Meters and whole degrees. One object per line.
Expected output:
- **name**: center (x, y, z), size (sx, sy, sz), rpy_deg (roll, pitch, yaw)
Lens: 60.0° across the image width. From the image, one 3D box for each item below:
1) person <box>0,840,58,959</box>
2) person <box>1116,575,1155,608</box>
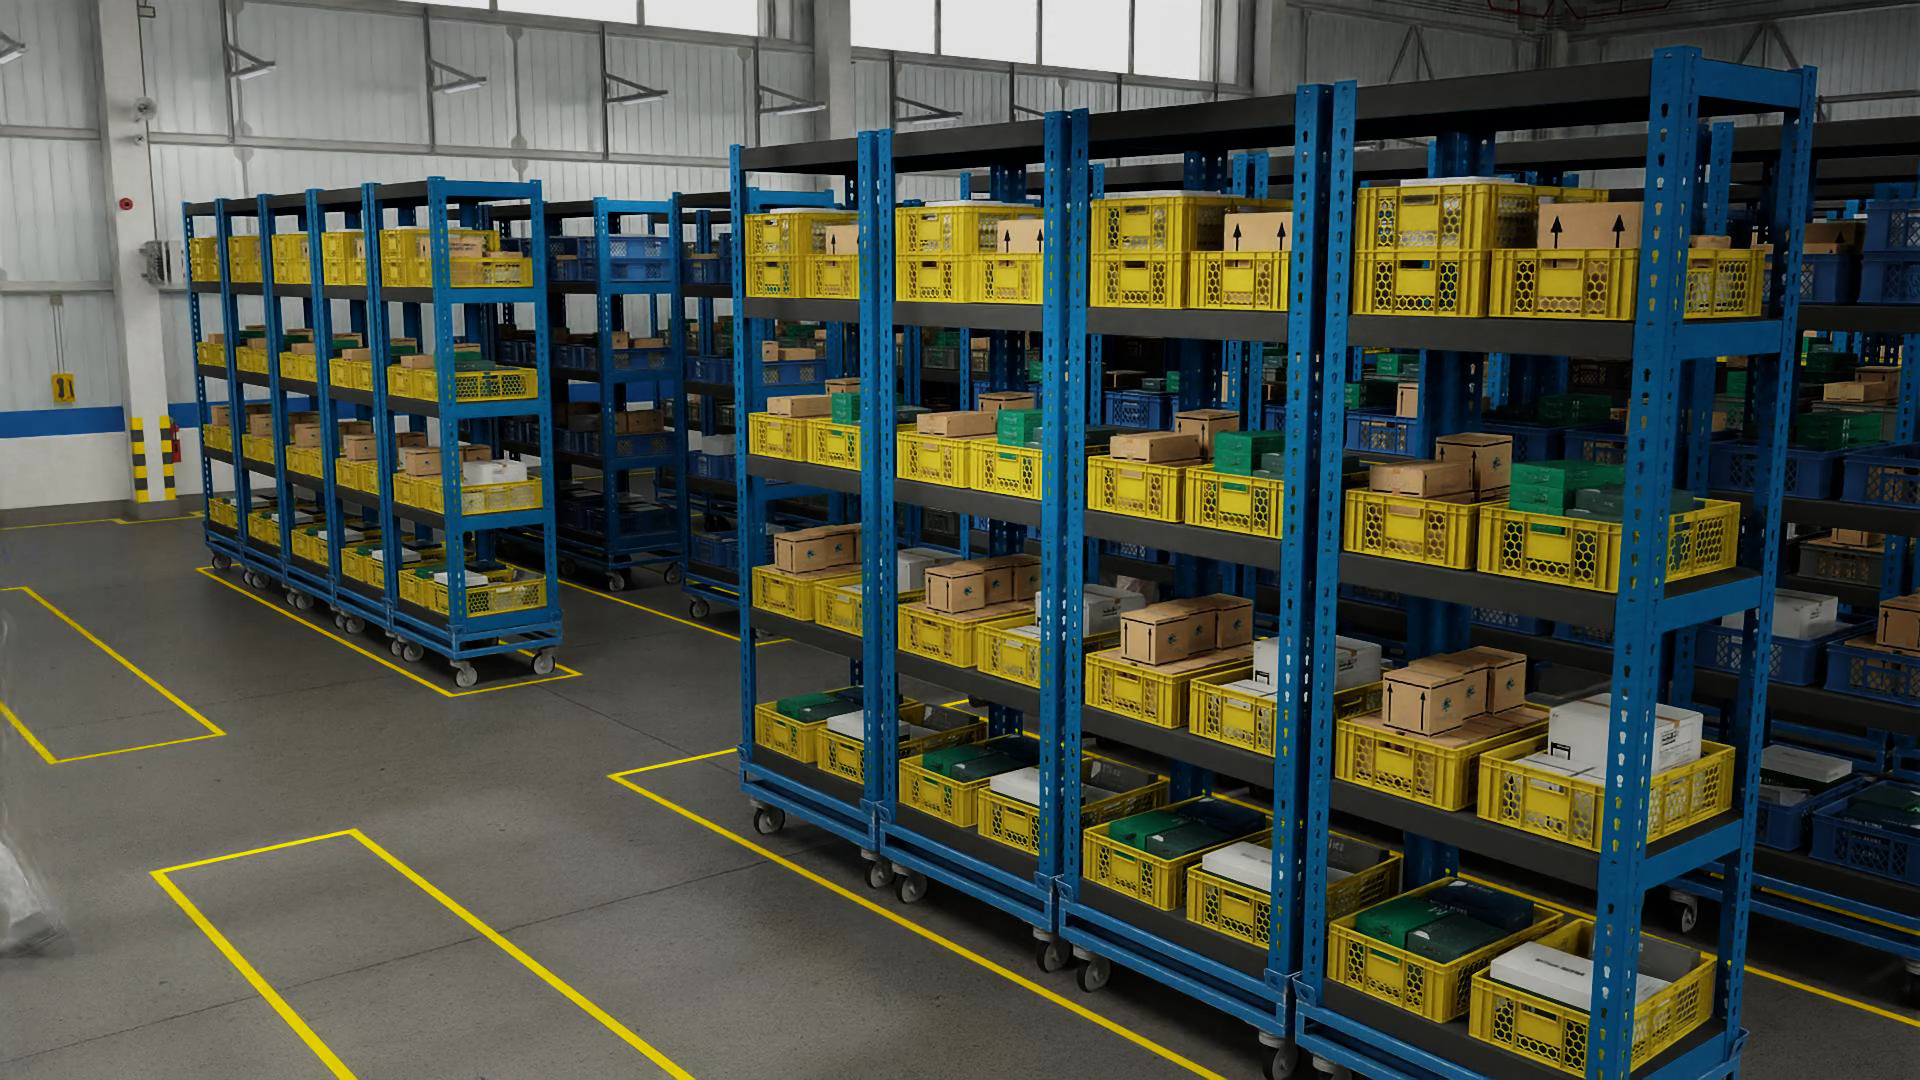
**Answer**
- **person**: center (-4.418, 0.902, 7.114), size (0.993, 1.906, 0.634), rpy_deg (1, 10, 8)
- **person**: center (1.424, -0.111, 12.914), size (0.381, 1.994, 0.617), rpy_deg (9, 13, 43)
